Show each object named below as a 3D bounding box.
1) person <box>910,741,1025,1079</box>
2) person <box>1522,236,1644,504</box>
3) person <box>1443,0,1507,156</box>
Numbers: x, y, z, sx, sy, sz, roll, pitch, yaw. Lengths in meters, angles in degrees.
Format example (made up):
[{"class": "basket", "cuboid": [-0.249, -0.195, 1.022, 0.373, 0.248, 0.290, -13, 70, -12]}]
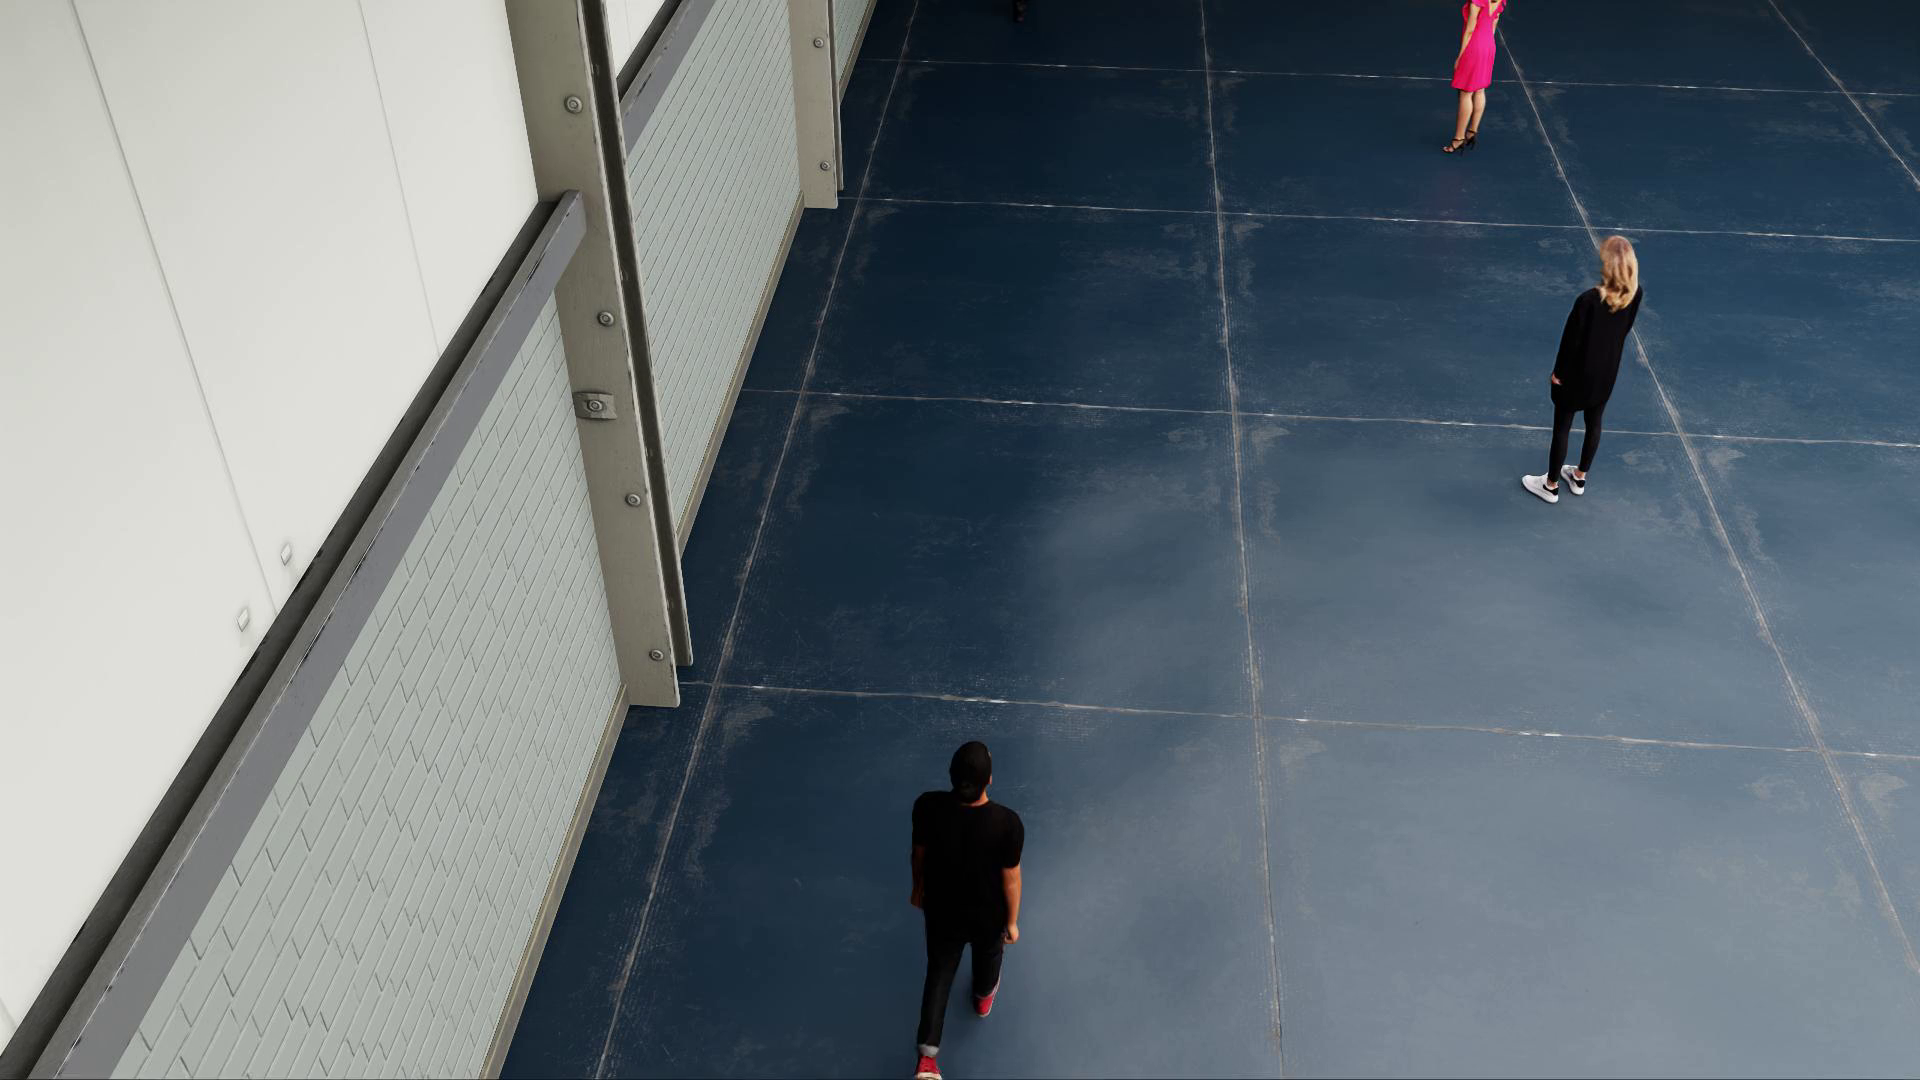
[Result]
[{"class": "person", "cuboid": [0.003, 1.566, 6.901, 0.759, 1.739, 1.099, 9, 39, 12]}, {"class": "person", "cuboid": [3.842, -1.027, 10.163, 0.680, 1.804, 0.671, -13, 40, -16]}, {"class": "person", "cuboid": [4.428, -4.156, 14.226, 0.664, 1.726, 0.725, -27, 46, -31]}]
